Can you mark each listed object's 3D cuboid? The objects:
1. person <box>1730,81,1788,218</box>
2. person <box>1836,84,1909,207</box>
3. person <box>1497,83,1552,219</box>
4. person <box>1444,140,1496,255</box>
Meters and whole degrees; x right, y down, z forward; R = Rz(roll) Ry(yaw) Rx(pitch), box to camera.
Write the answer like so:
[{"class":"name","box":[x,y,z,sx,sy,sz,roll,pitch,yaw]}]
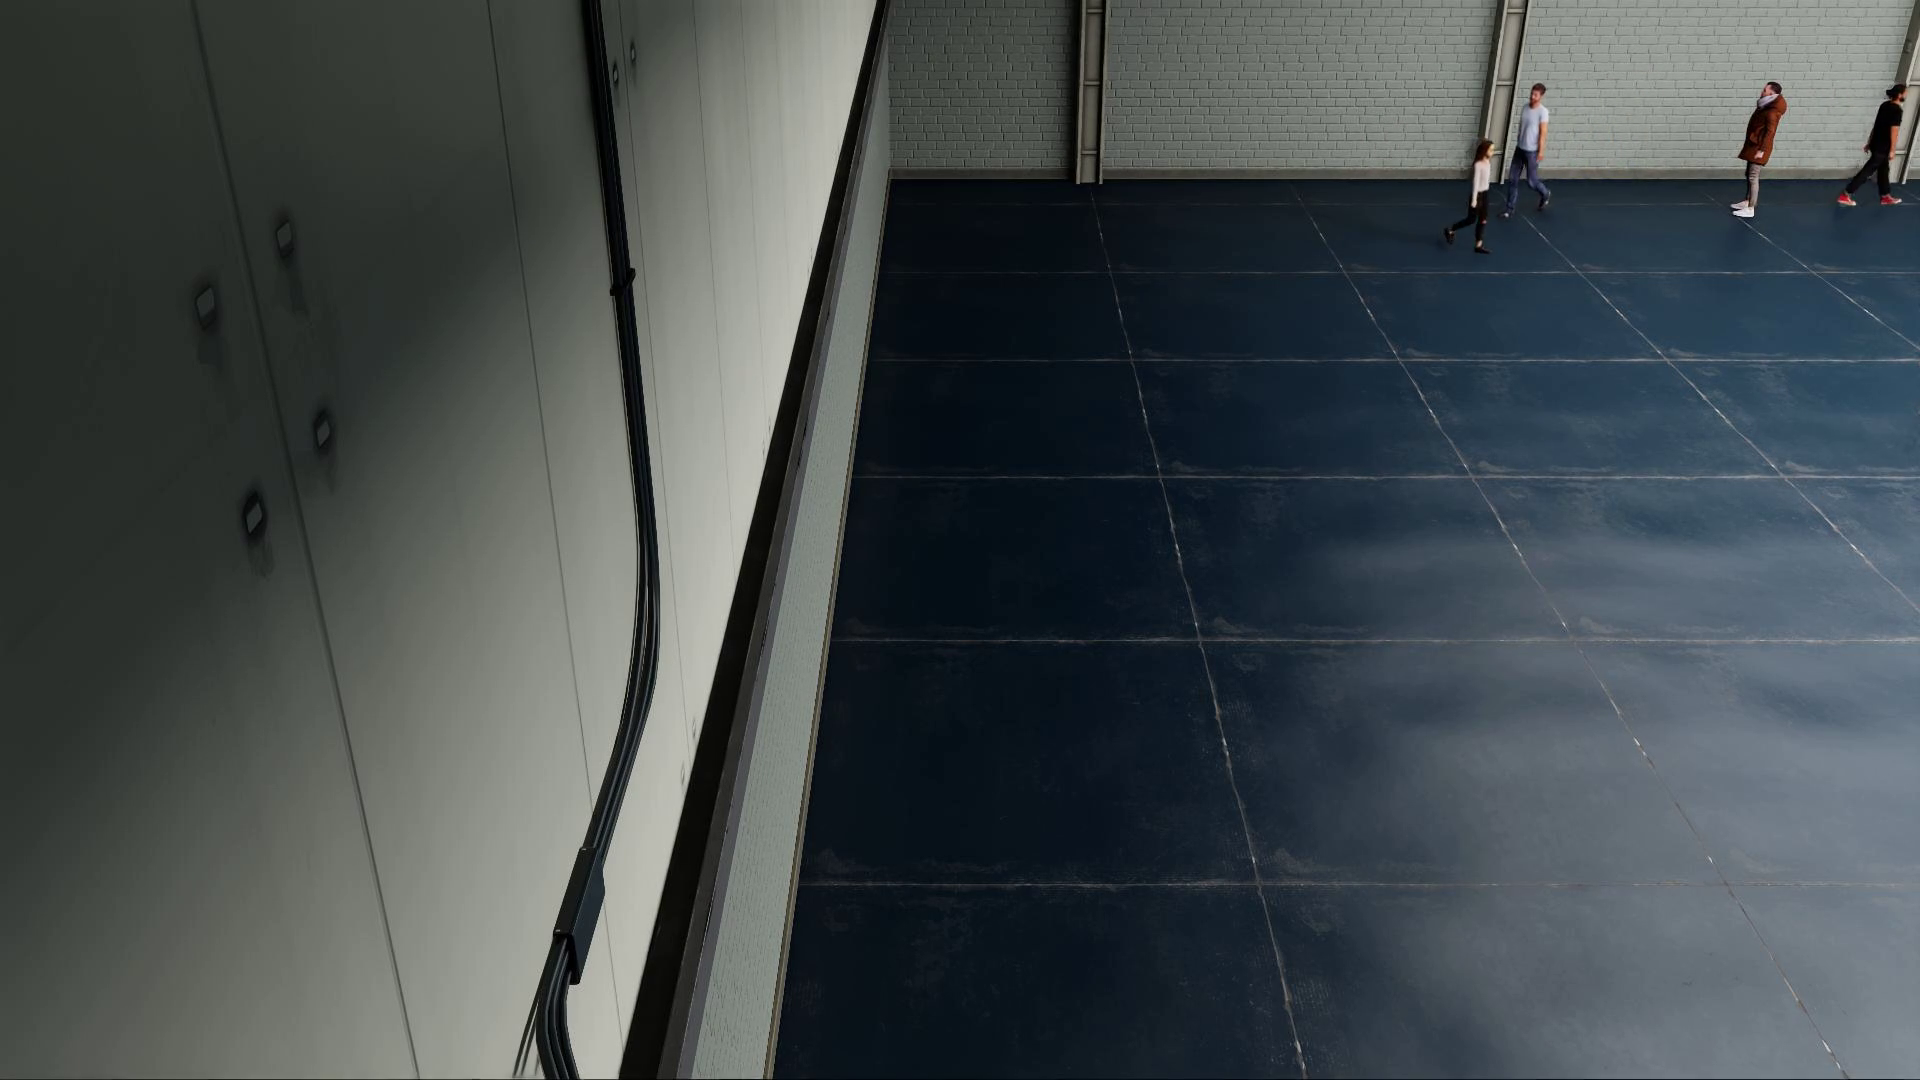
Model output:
[{"class":"person","box":[11.095,-5.433,23.090,0.817,1.838,0.802,9,29,16]},{"class":"person","box":[12.838,-5.490,23.335,1.183,1.709,0.666,1,28,3]},{"class":"person","box":[7.906,-5.362,22.953,1.185,1.842,0.986,-16,32,-27]},{"class":"person","box":[6.701,-4.482,21.698,0.975,1.468,0.882,21,35,34]}]
